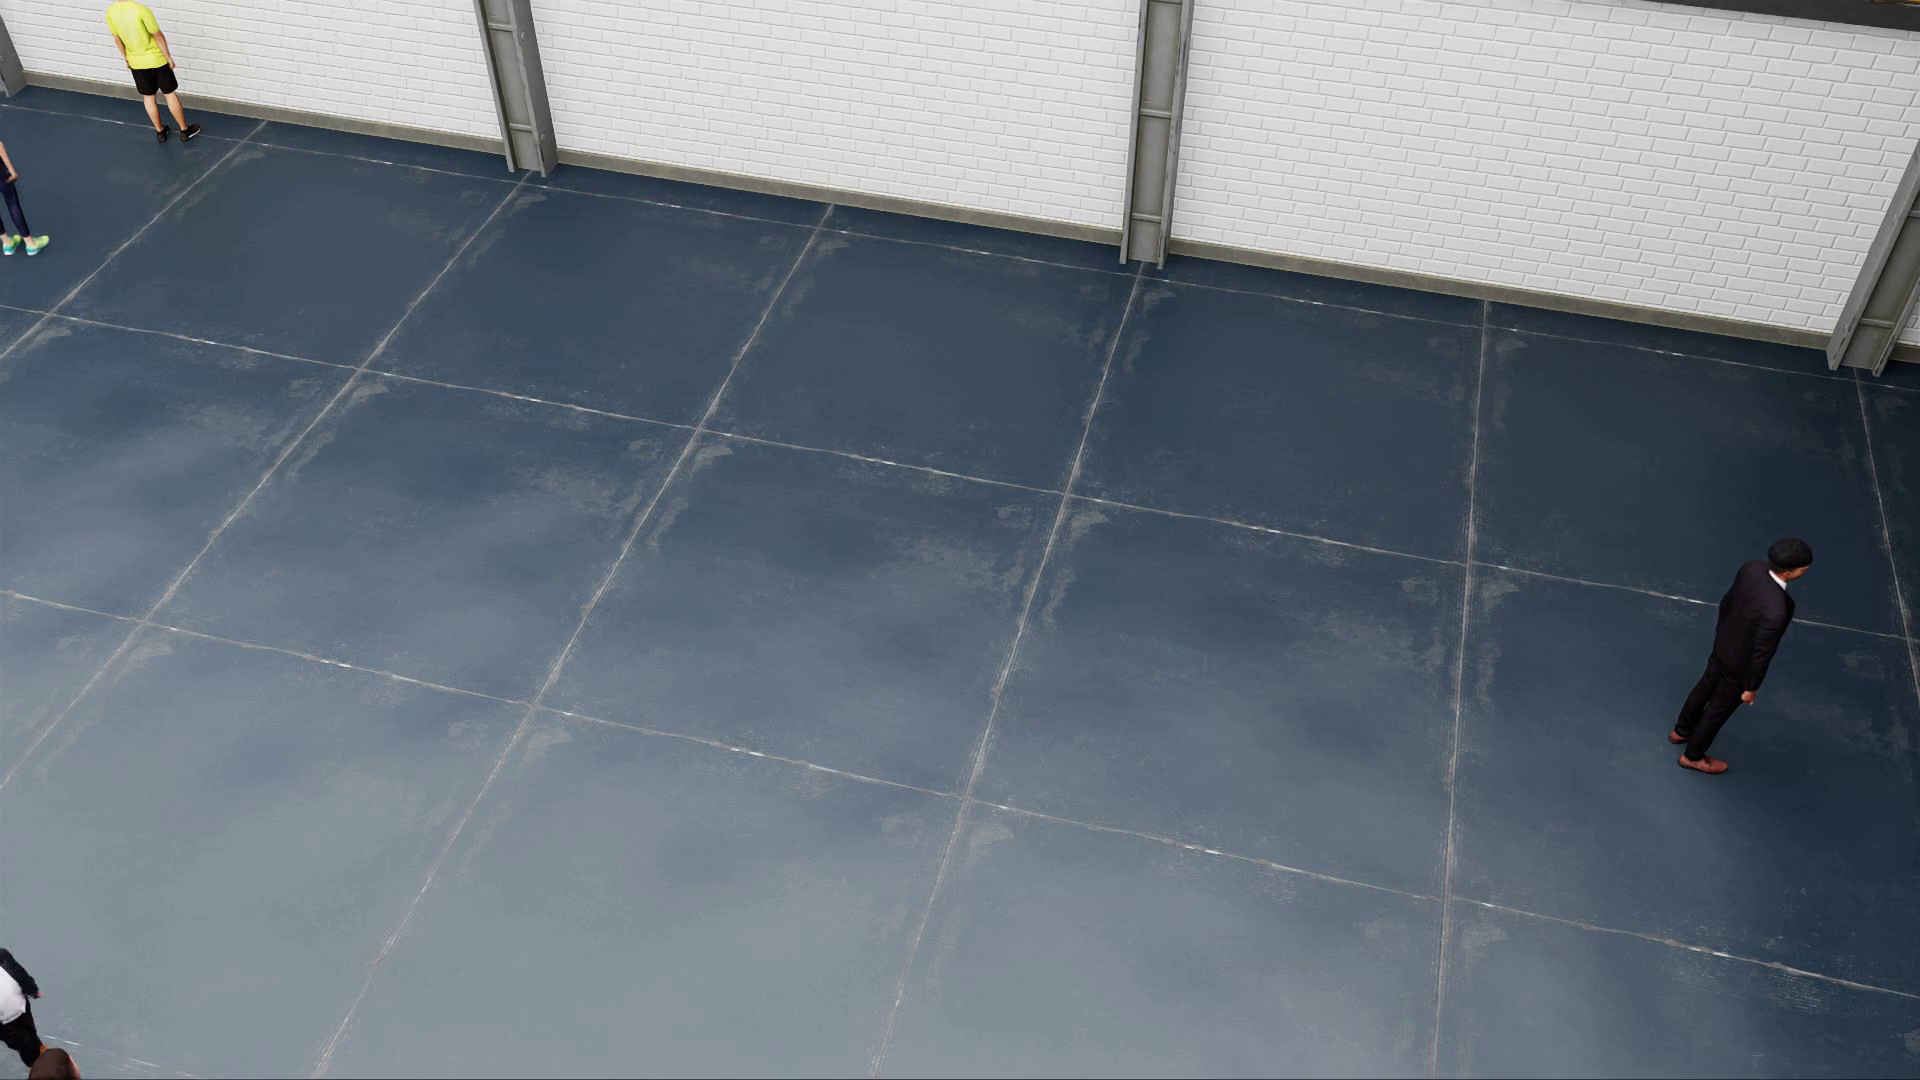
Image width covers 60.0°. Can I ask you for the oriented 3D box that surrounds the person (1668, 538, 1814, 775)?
[{"bbox_3d":[4.789,0.690,10.237,0.648,1.881,0.753,0,44,0],"label":"person"}]

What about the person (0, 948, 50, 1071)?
[{"bbox_3d":[-5.136,2.471,8.849,0.539,1.217,0.521,7,44,7],"label":"person"}]

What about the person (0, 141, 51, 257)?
[{"bbox_3d":[-8.520,-3.254,14.507,0.525,1.702,0.705,3,44,3],"label":"person"}]

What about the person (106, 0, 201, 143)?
[{"bbox_3d":[-7.796,-4.628,15.945,0.560,1.708,0.735,0,44,0],"label":"person"}]
